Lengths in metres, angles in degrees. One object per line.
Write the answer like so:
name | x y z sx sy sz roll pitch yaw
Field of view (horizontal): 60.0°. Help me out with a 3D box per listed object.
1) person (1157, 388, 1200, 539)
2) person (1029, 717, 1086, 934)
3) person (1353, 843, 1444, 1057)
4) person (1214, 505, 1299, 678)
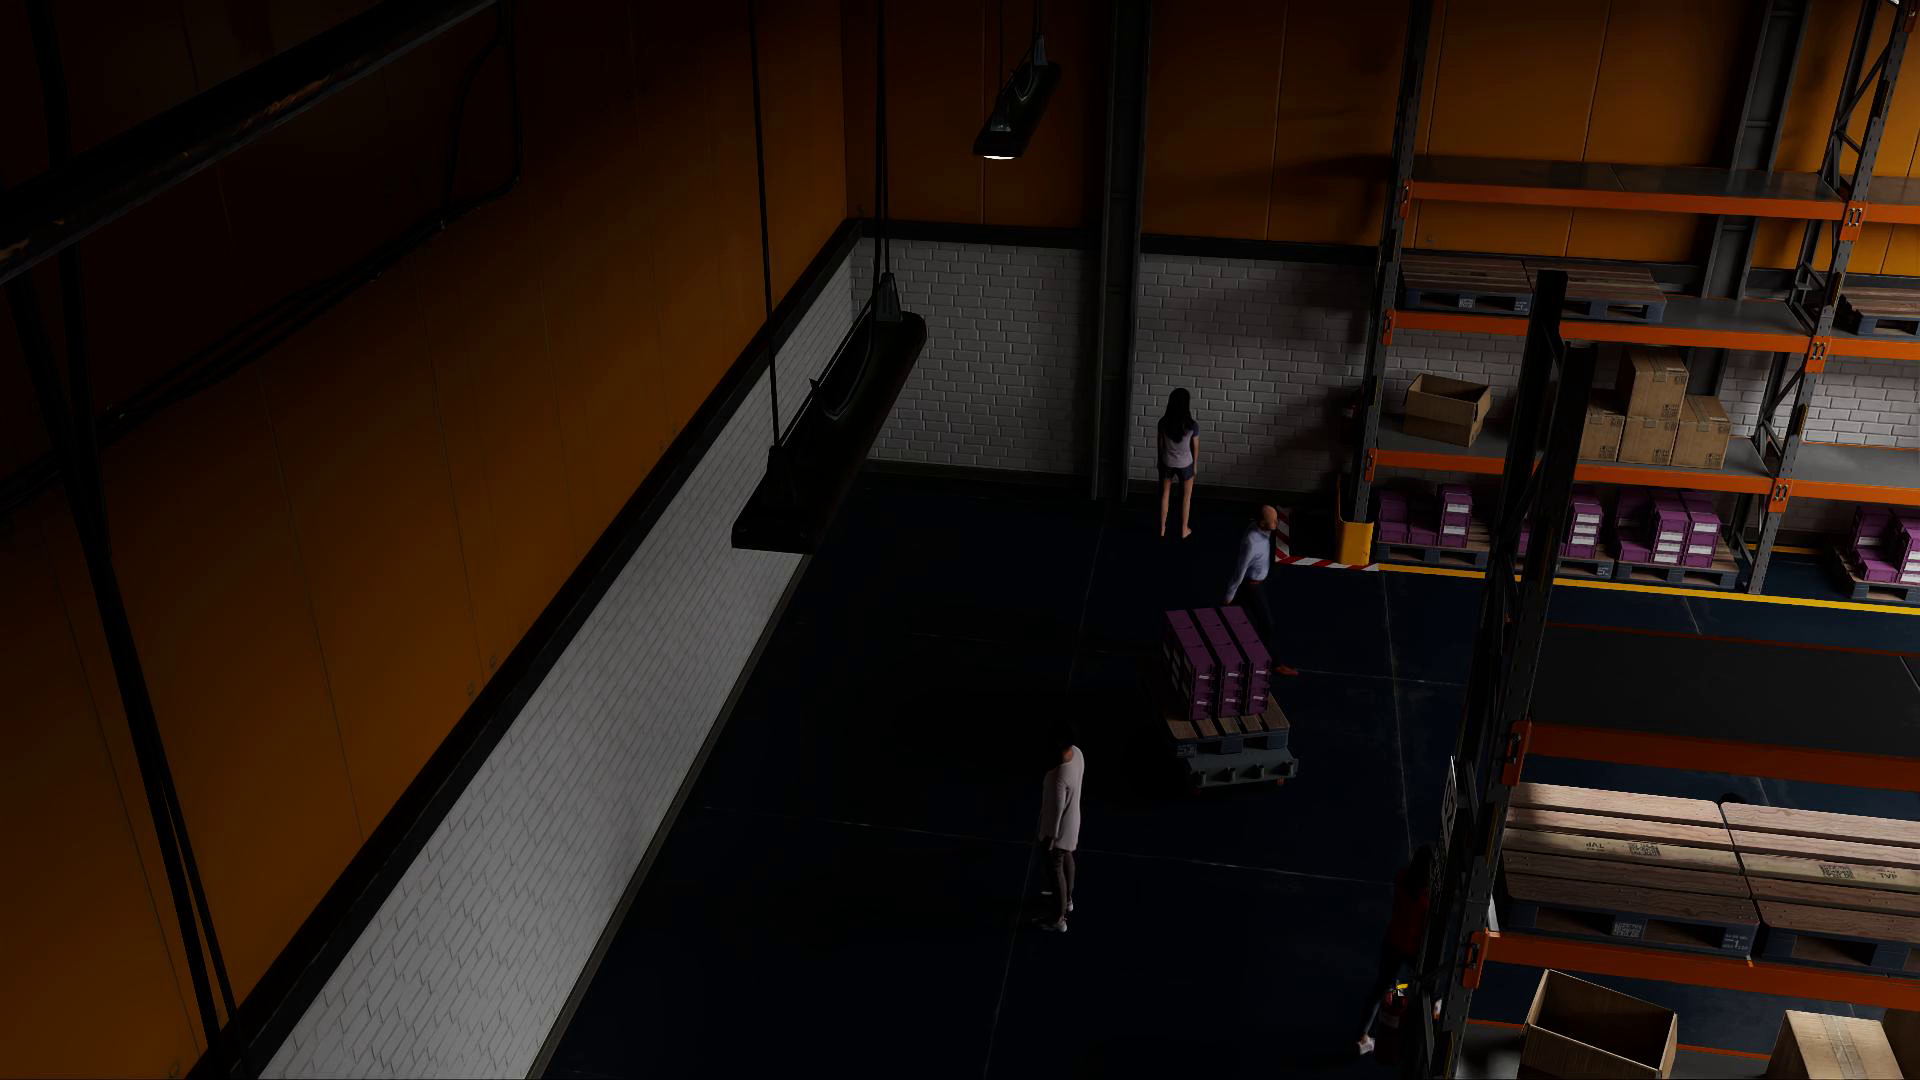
person | 2.304 -0.818 17.723 0.495 1.707 0.677 8 30 15
person | 0.736 2.077 12.277 0.606 1.840 0.702 9 30 16
person | 2.945 2.785 11.177 1.198 1.651 1.085 -16 32 -26
person | 2.583 0.449 15.369 1.352 1.737 0.758 7 29 13
